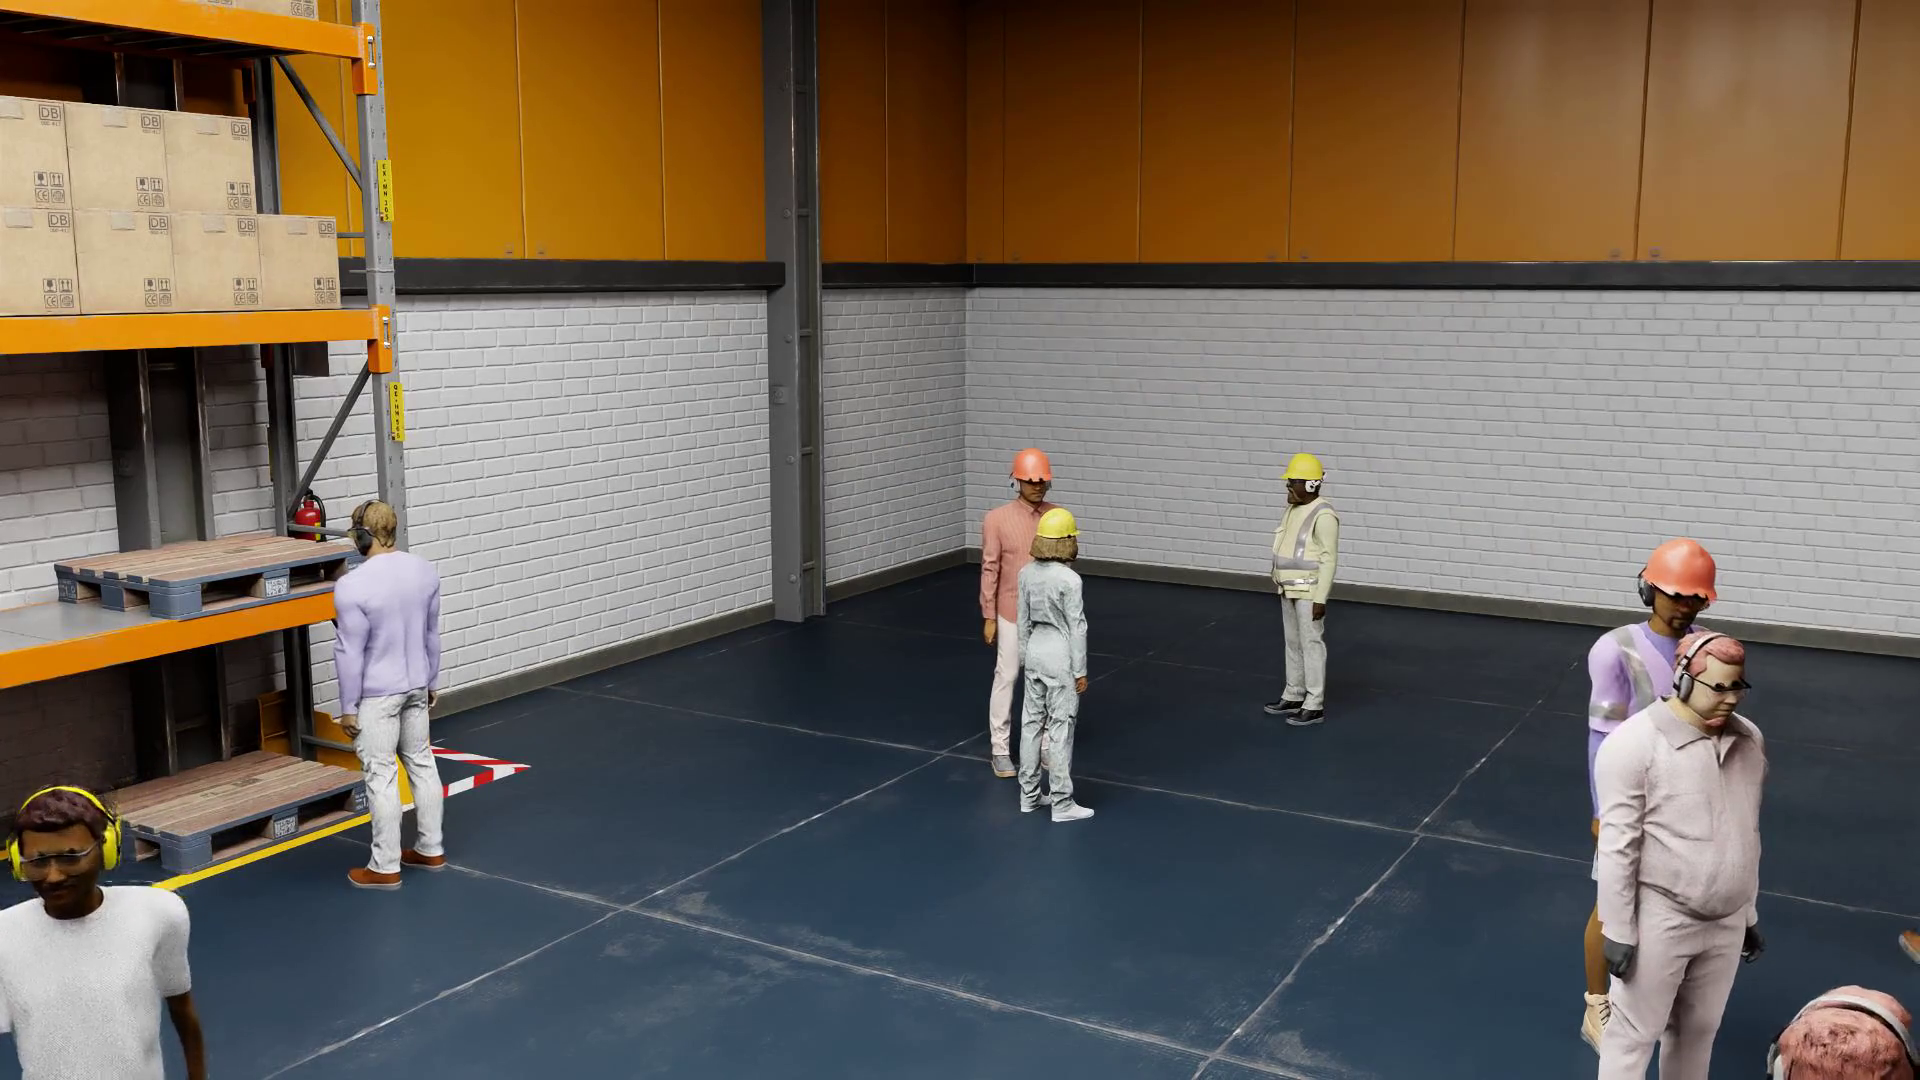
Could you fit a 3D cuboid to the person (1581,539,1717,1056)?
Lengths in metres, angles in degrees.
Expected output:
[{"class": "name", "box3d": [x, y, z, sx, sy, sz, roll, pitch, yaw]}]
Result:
[{"class": "person", "box3d": [2.692, 0.998, 6.412, 0.605, 2.036, 0.393, -4, 10, -21]}]

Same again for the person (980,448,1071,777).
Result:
[{"class": "person", "box3d": [0.420, 0.434, 10.055, 0.623, 1.992, 0.396, -4, 10, -25]}]

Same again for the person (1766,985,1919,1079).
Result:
[{"class": "person", "box3d": [1.390, 1.657, 2.745, 0.640, 1.899, 0.395, 8, 12, 40]}]

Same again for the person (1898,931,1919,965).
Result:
[{"class": "person", "box3d": [4.597, 0.996, 6.913, 1.049, 1.877, 0.664, 4, 10, 25]}]

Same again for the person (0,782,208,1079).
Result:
[{"class": "person", "box3d": [-2.139, 1.482, 4.076, 0.543, 1.814, 0.985, -3, 10, -18]}]

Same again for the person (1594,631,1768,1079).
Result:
[{"class": "person", "box3d": [2.356, 1.228, 5.393, 0.638, 1.903, 0.409, -4, 10, -22]}]

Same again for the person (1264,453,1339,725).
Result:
[{"class": "person", "box3d": [2.306, 0.325, 11.239, 0.404, 1.831, 0.600, -3, 9, -15]}]

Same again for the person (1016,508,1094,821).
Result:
[{"class": "person", "box3d": [0.530, 0.687, 9.258, 0.295, 1.743, 0.493, -8, 12, -41]}]

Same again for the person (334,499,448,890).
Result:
[{"class": "person", "box3d": [-2.822, 0.757, 8.242, 0.353, 1.932, 0.630, 5, 10, 27]}]
